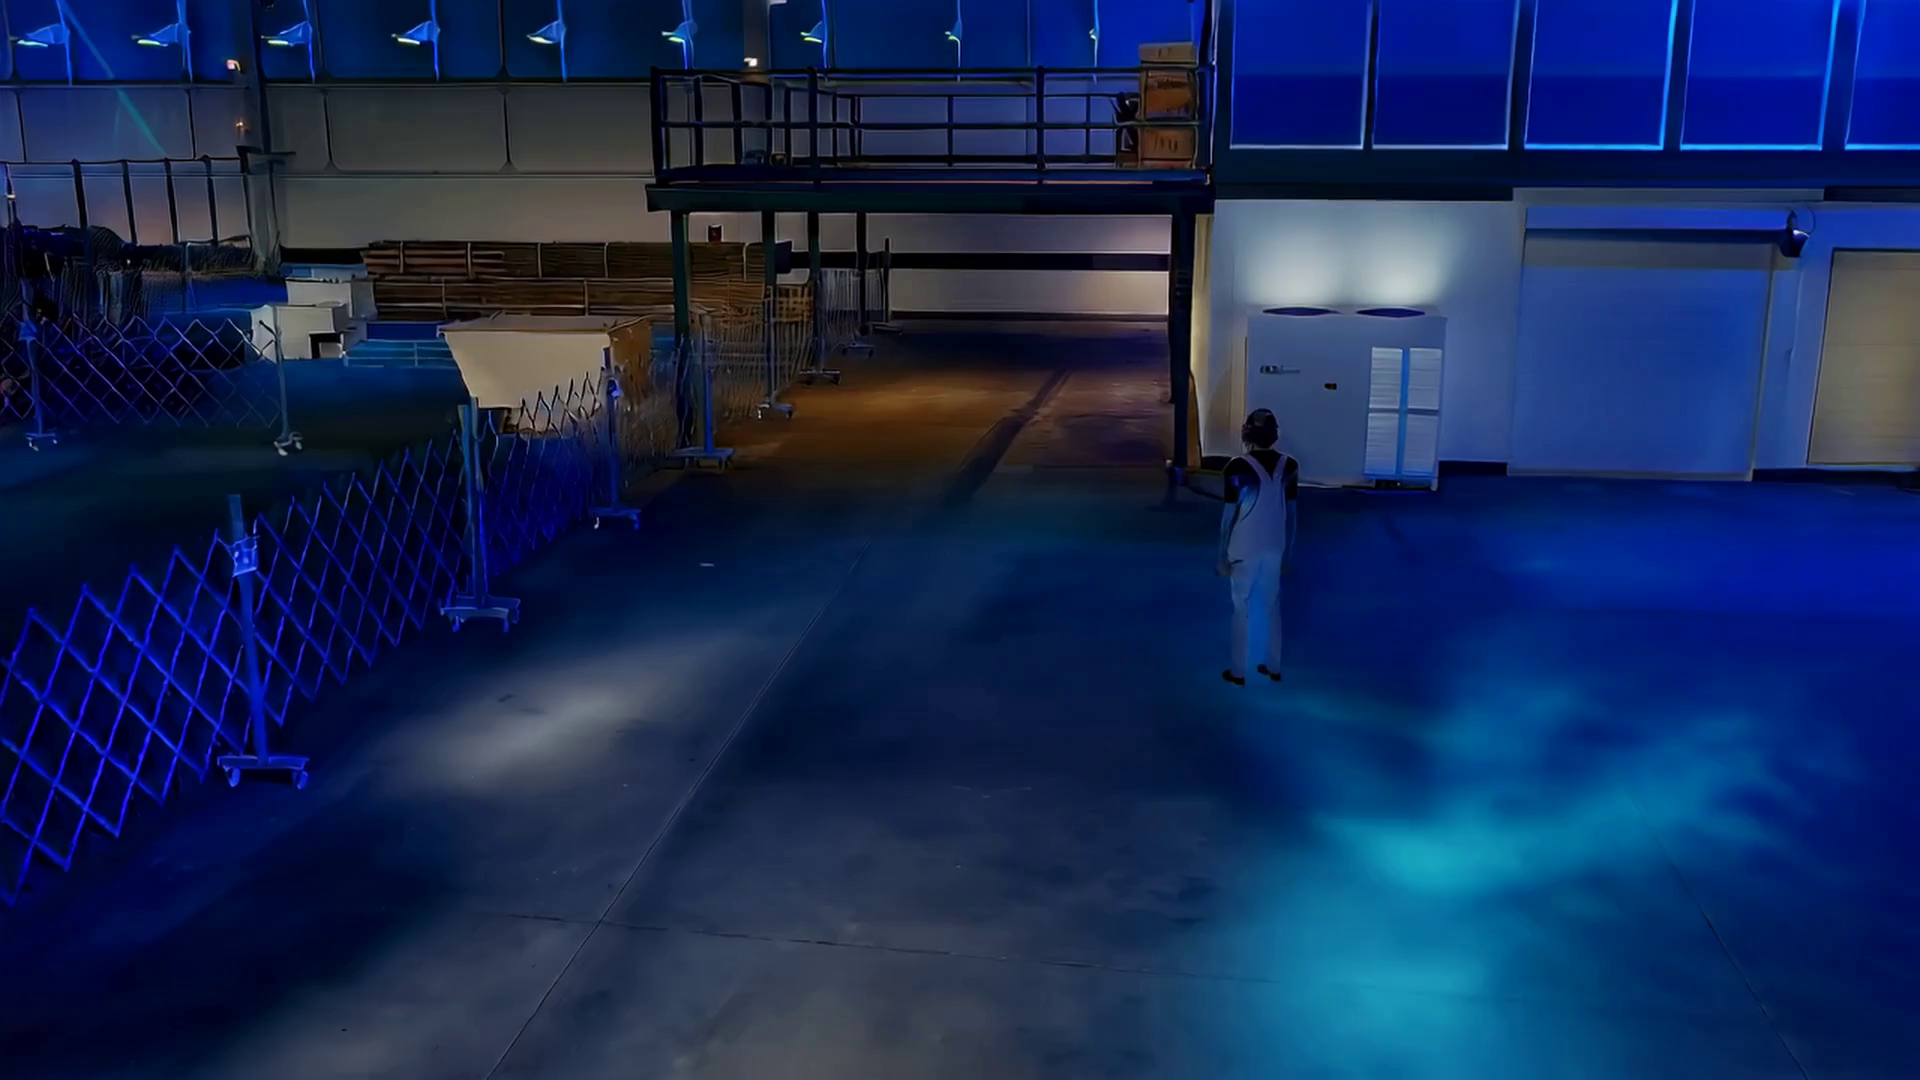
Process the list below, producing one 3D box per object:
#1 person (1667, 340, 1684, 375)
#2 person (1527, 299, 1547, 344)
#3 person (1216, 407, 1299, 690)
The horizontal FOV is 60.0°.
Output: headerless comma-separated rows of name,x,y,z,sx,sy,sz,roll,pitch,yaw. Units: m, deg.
person,10.362,-3.117,23.677,0.788,1.852,0.527,12,18,39
person,6.657,-2.099,19.396,0.406,1.902,0.639,2,14,7
person,1.903,0.059,10.715,0.528,1.842,0.338,-4,14,-16
